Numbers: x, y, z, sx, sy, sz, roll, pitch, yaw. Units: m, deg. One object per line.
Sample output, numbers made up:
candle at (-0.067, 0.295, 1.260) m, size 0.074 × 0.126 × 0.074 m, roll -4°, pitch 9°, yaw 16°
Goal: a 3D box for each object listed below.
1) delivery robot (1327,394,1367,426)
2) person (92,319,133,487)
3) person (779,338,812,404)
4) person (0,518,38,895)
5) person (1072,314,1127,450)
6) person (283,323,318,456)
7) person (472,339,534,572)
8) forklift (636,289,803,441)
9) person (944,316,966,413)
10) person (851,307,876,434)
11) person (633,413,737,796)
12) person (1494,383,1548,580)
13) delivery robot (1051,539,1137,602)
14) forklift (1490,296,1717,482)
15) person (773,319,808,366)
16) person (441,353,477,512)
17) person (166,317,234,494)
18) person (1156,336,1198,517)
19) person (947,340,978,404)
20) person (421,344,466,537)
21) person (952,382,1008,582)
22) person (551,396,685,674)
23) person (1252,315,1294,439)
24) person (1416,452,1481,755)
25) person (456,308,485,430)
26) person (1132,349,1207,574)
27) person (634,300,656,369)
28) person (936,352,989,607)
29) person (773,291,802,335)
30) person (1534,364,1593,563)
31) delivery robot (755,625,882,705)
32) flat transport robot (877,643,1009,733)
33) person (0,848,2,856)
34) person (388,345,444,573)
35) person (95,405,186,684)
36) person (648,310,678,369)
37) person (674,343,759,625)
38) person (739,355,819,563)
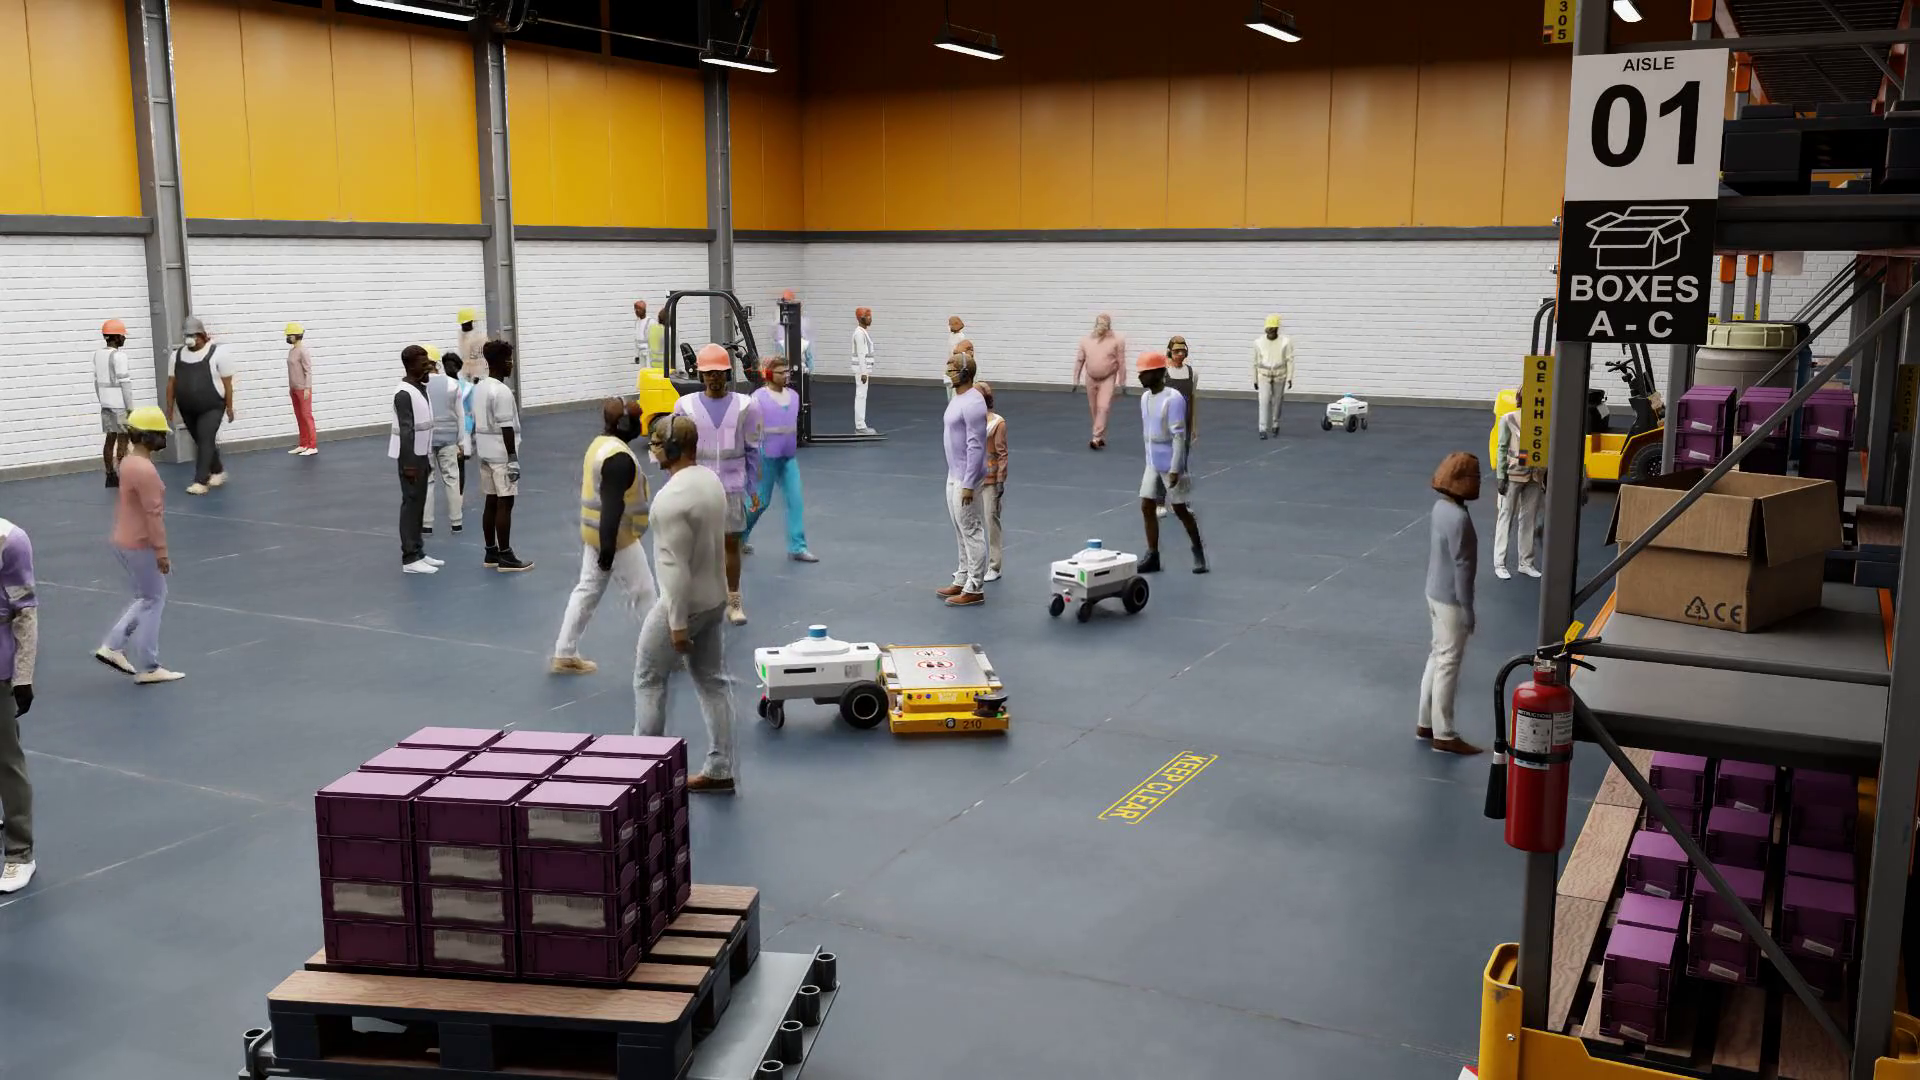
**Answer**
delivery robot at (5.875, -1.977, 25.203) m, size 0.477 × 0.478 × 0.707 m, roll 9°, pitch 13°, yaw 42°
person at (-9.647, -1.561, 19.064) m, size 0.549 × 1.936 × 0.376 m, roll 6°, pitch 11°, yaw 30°
person at (-2.586, -2.607, 26.032) m, size 0.519 × 1.625 × 0.568 m, roll -2°, pitch 10°, yaw -10°
person at (-4.162, 0.536, 6.964) m, size 0.586 × 1.924 × 0.370 m, roll 0°, pitch 10°, yaw -1°
person at (1.870, -2.149, 22.716) m, size 0.694 × 1.844 × 0.992 m, roll 5°, pitch 11°, yaw 25°
person at (-8.802, -2.004, 22.130) m, size 0.316 × 1.767 × 0.535 m, roll -9°, pitch 14°, yaw -44°
person at (-3.894, -0.716, 14.088) m, size 0.361 × 1.964 × 0.613 m, roll -8°, pitch 12°, yaw -38°
forklift at (-3.358, -2.392, 23.136) m, size 2.313 × 2.155 × 1.214 m, roll -1°, pitch 10°, yaw -5°
person at (-0.066, -2.918, 27.802) m, size 0.278 × 1.633 × 0.497 m, roll -5°, pitch 11°, yaw -27°
person at (-1.431, -2.497, 24.642) m, size 0.356 × 1.884 × 0.574 m, roll -1°, pitch 10°, yaw -4°
person at (-1.465, 0.326, 8.223) m, size 0.784 × 1.913 × 0.638 m, roll 3°, pitch 10°, yaw 18°
person at (4.657, -0.495, 13.751) m, size 0.513 × 1.642 × 0.311 m, roll -3°, pitch 10°, yaw -16°
delivery robot at (1.001, 0.239, 12.372) m, size 0.477 × 0.478 × 0.707 m, roll 9°, pitch 13°, yaw 42°
forklift at (7.296, -1.677, 18.993) m, size 2.313 × 2.155 × 1.214 m, roll 5°, pitch 11°, yaw 27°
person at (-2.877, -3.095, 28.142) m, size 0.674 × 1.886 × 0.742 m, roll 3°, pitch 10°, yaw 18°
person at (-5.312, -1.129, 17.388) m, size 0.538 × 1.656 × 0.842 m, roll 1°, pitch 10°, yaw 5°
person at (-8.618, -1.580, 18.875) m, size 0.694 × 2.000 × 1.052 m, roll 1°, pitch 10°, yaw 4°
person at (2.201, -1.160, 17.010) m, size 0.508 × 1.846 × 0.345 m, roll -3°, pitch 10°, yaw -17°
person at (0.048, -1.632, 20.355) m, size 0.498 × 1.633 × 0.280 m, roll 9°, pitch 14°, yaw 43°
person at (-5.001, -0.942, 15.809) m, size 0.587 × 1.826 × 0.404 m, roll -4°, pitch 11°, yaw -24°
person at (0.168, -0.477, 13.661) m, size 0.523 × 1.636 × 0.310 m, roll 8°, pitch 13°, yaw 39°
person at (-2.173, -0.022, 10.624) m, size 1.003 × 1.786 × 0.630 m, roll -4°, pitch 11°, yaw -24°
person at (4.563, -2.383, 24.269) m, size 0.593 × 1.795 × 0.909 m, roll 2°, pitch 10°, yaw 11°
person at (2.655, 0.335, 8.973) m, size 0.275 × 1.632 × 0.504 m, roll 1°, pitch 10°, yaw 3°
person at (-7.301, -2.502, 24.676) m, size 0.677 × 1.875 × 0.653 m, roll 7°, pitch 12°, yaw 35°
person at (1.778, -0.653, 13.966) m, size 0.724 × 1.902 × 0.563 m, roll -6°, pitch 11°, yaw -31°
person at (-5.471, -3.236, 28.960) m, size 0.395 × 1.872 × 0.593 m, roll -8°, pitch 13°, yaw -40°
person at (0.028, -0.463, 12.710) m, size 0.373 × 1.940 × 0.628 m, roll -2°, pitch 10°, yaw -12°
person at (-3.153, -3.578, 30.595) m, size 0.625 × 1.987 × 1.078 m, roll 4°, pitch 11°, yaw 24°
person at (5.244, -0.743, 14.432) m, size 0.546 × 1.908 × 0.472 m, roll -6°, pitch 12°, yaw -32°
delivery robot at (-0.814, 0.731, 9.523) m, size 0.707 × 0.478 × 0.477 m, roll -2°, pitch 10°, yaw -12°
flat transport robot at (-0.131, 0.854, 9.902) m, size 0.652 × 0.197 × 1.431 m, roll -1°, pitch 10°, yaw -6°
person at (-1.819, 1.285, 2.850) m, size 0.468 × 1.846 × 0.562 m, roll -4°, pitch 11°, yaw -24°
person at (-4.615, -0.687, 14.061) m, size 0.393 × 1.919 × 0.590 m, roll -1°, pitch 10°, yaw -5°
person at (-5.096, 0.035, 10.374) m, size 0.454 × 1.746 × 0.561 m, roll -7°, pitch 12°, yaw -36°
person at (-4.591, -2.659, 25.843) m, size 0.479 × 1.827 × 0.642 m, roll -9°, pitch 13°, yaw -41°
person at (-1.742, -0.390, 11.978) m, size 0.609 × 2.044 × 0.395 m, roll -2°, pitch 10°, yaw -12°
person at (-1.653, -0.723, 14.597) m, size 0.910 × 1.812 × 0.579 m, roll 8°, pitch 13°, yaw 39°
